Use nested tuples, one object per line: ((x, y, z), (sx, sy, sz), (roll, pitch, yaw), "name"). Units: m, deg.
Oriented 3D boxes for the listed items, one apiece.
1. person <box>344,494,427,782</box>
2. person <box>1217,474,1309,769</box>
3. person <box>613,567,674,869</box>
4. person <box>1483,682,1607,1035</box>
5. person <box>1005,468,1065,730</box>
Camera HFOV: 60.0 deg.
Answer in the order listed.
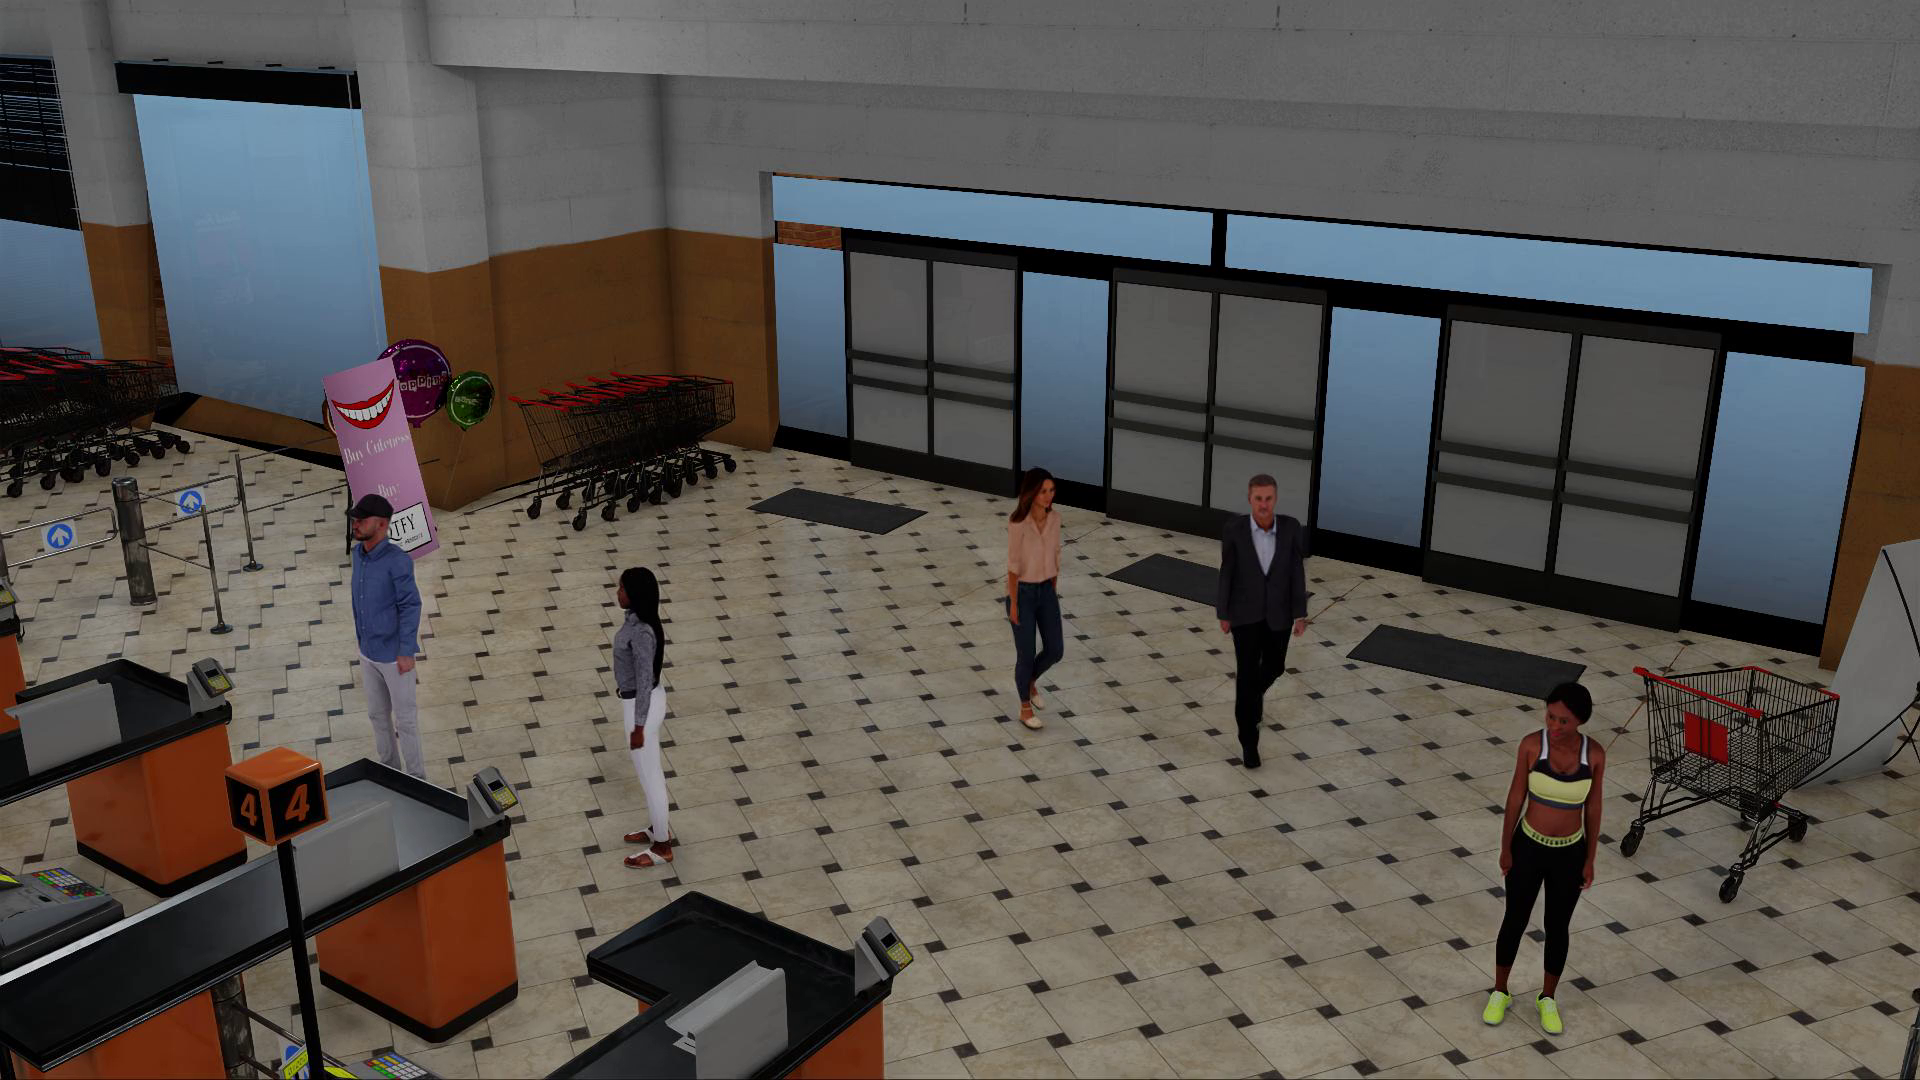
((-3.405, 0.631, 9.869), (0.642, 1.889, 0.555), (12, 22, 32), "person")
((1.907, 0.447, 10.535), (1.142, 1.812, 1.262), (-1, 19, -3), "person")
((-1.743, 0.955, 9.164), (0.728, 1.725, 0.669), (-3, 19, -10), "person")
((2.710, 1.445, 7.666), (0.628, 1.754, 0.608), (5, 19, 15), "person")
((0.415, 0.361, 10.844), (0.725, 1.778, 0.788), (-10, 21, -27), "person")
